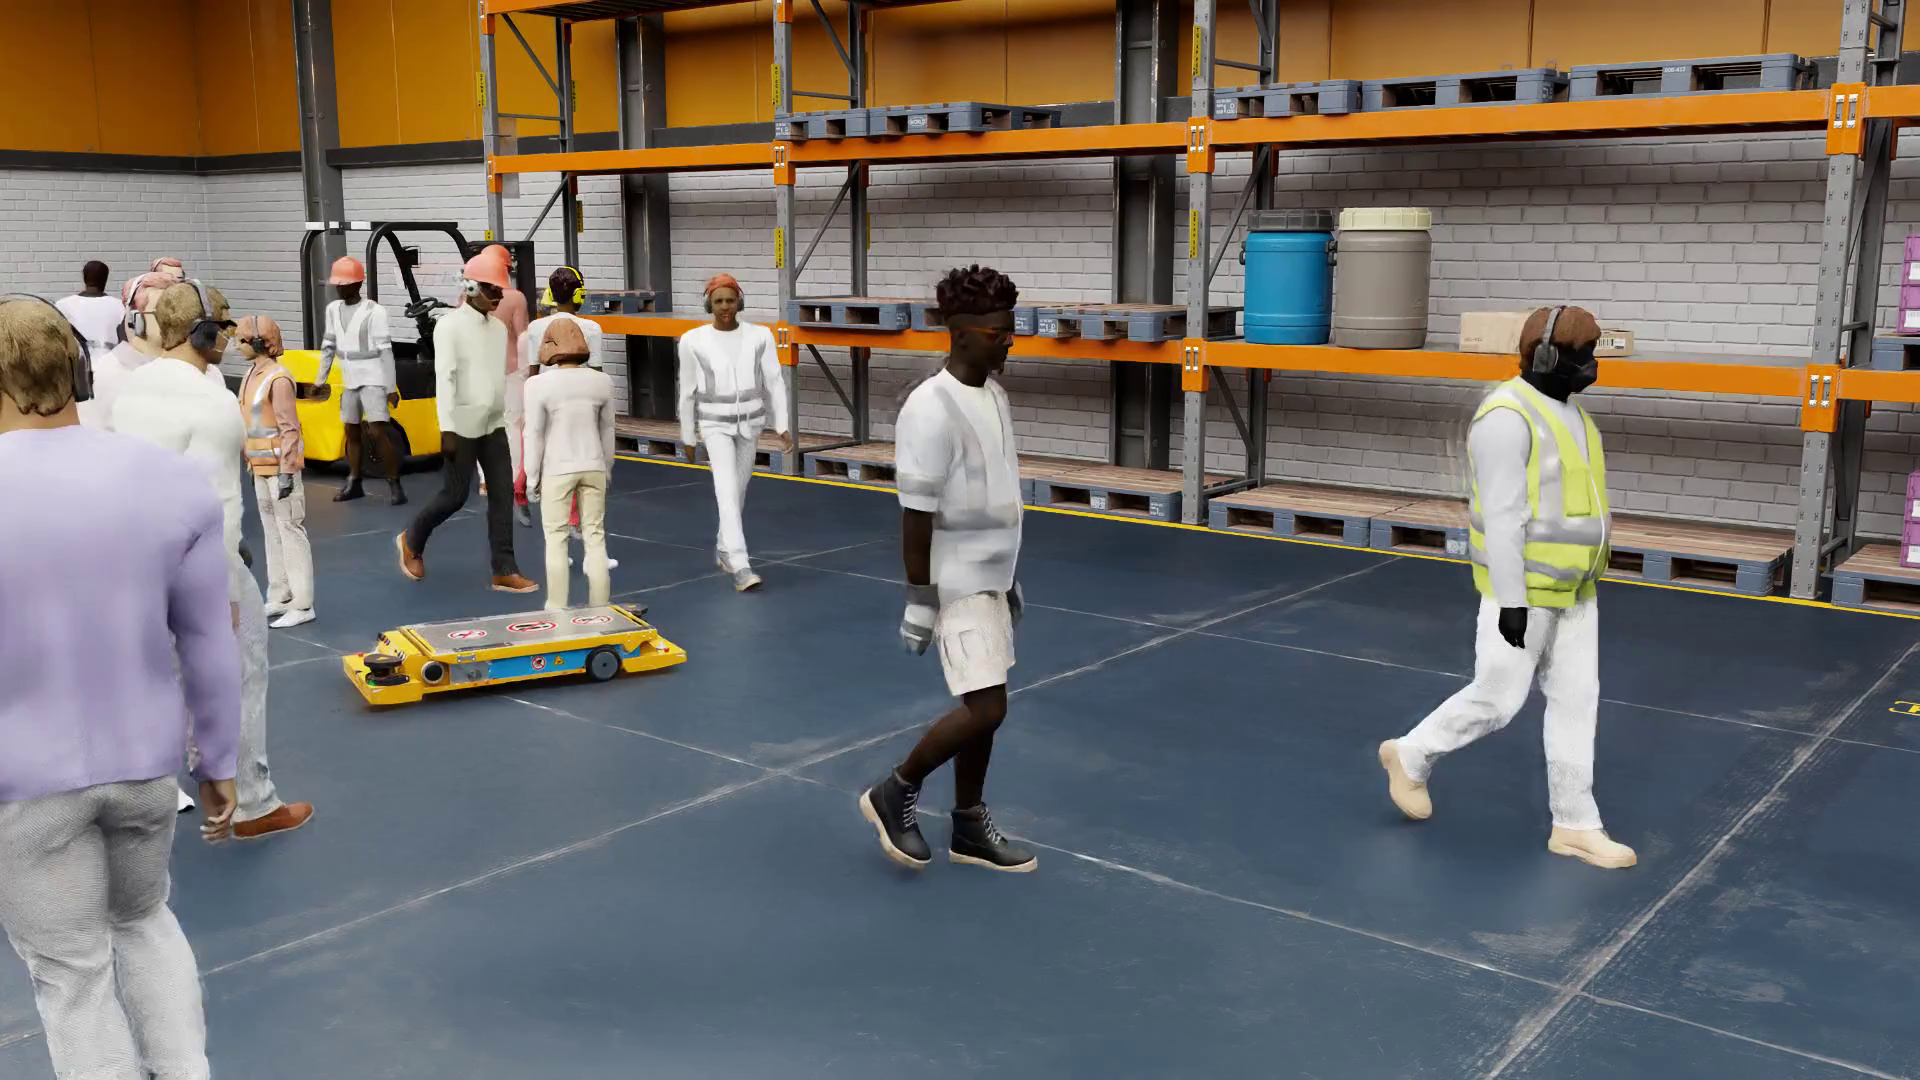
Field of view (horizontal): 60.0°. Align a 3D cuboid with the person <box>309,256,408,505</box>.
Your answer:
[{"bbox_3d":[-4.593,-1.201,12.699,0.740,1.898,0.503,5,11,26],"label":"person"}]

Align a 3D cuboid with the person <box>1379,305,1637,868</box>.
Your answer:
[{"bbox_3d":[1.836,0.139,5.472,0.626,1.821,0.804,-9,14,-41],"label":"person"}]

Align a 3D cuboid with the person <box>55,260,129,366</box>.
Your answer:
[{"bbox_3d":[-7.298,-1.407,13.963,0.691,1.863,1.006,-4,11,-21],"label":"person"}]

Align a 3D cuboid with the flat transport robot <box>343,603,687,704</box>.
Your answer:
[{"bbox_3d":[-2.065,0.506,7.732,1.431,0.197,0.652,-6,12,-29],"label":"flat transport robot"}]

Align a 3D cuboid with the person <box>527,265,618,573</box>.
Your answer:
[{"bbox_3d":[-2.363,-0.726,10.128,0.532,1.870,0.315,2,10,12],"label":"person"}]

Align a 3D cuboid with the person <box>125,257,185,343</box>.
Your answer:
[{"bbox_3d":[-5.439,-0.999,11.547,0.401,1.904,0.646,2,10,12],"label":"person"}]

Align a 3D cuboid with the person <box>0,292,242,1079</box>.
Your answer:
[{"bbox_3d":[-1.782,0.476,3.327,0.457,1.921,0.624,9,14,41],"label":"person"}]

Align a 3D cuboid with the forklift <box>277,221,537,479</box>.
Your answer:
[{"bbox_3d":[-4.922,-1.741,14.854,1.214,2.155,2.313,8,13,38],"label":"forklift"}]

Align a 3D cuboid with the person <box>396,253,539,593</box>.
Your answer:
[{"bbox_3d":[-2.880,-0.669,9.607,0.885,1.949,0.655,5,11,24],"label":"person"}]

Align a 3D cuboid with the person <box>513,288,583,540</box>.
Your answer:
[{"bbox_3d":[-2.836,-0.890,11.414,0.528,1.733,0.818,-8,13,-39],"label":"person"}]

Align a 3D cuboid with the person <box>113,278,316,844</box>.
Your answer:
[{"bbox_3d":[-2.573,0.117,5.364,0.634,1.909,0.829,8,13,37],"label":"person"}]

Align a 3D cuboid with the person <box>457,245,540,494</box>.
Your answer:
[{"bbox_3d":[-3.675,-1.347,13.252,0.610,1.984,0.400,2,10,11],"label":"person"}]

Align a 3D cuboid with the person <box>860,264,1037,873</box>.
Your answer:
[{"bbox_3d":[0.011,0.116,5.241,0.452,1.954,0.610,4,11,19],"label":"person"}]

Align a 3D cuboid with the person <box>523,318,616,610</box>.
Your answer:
[{"bbox_3d":[-2.011,-0.332,8.626,0.503,1.623,0.295,-7,13,-36],"label":"person"}]

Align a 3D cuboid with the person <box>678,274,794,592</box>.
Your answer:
[{"bbox_3d":[-1.346,-0.643,9.816,0.587,1.833,1.025,-5,11,-24],"label":"person"}]

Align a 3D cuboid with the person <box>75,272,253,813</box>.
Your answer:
[{"bbox_3d":[-2.821,0.000,6.002,0.407,1.910,0.638,4,11,19],"label":"person"}]

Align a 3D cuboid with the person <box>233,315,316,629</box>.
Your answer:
[{"bbox_3d":[-3.602,-0.357,8.728,0.315,1.636,0.515,-9,13,-40],"label":"person"}]
